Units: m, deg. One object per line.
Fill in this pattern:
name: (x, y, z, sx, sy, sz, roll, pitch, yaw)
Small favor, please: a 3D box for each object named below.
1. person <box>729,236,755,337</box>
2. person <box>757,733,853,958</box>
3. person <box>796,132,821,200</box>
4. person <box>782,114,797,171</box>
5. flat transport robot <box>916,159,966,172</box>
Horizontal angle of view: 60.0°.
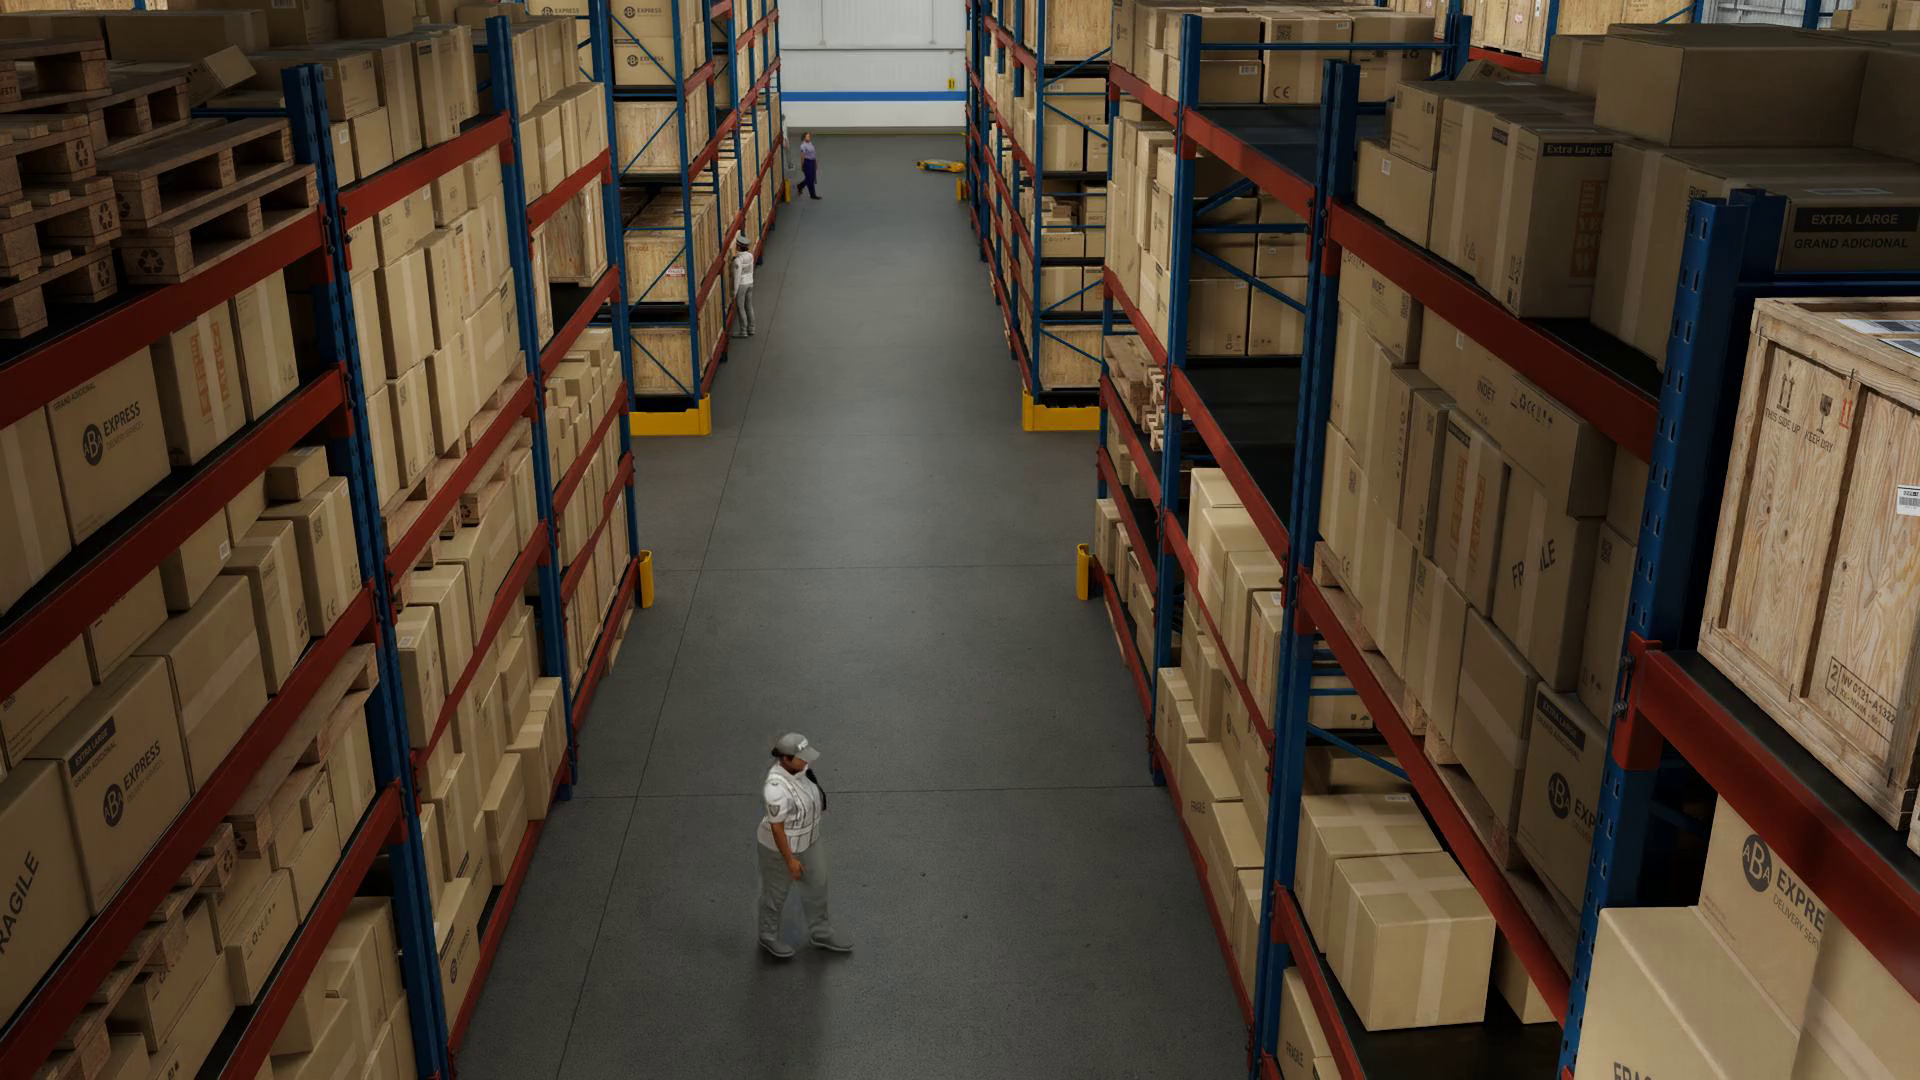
person: (-3.670, -4.285, 28.090, 0.365, 1.694, 0.457, 11, 23, 28)
person: (-1.082, 2.040, 11.119, 0.622, 1.656, 0.503, 10, 23, 25)
person: (-3.852, -9.477, 42.068, 0.768, 1.637, 0.477, 7, 21, 17)
person: (-4.910, -11.117, 46.526, 0.427, 1.589, 0.731, 14, 25, 33)
flat transport robot: (-0.496, -10.595, 47.129, 1.431, 0.264, 0.659, 14, 25, 33)
